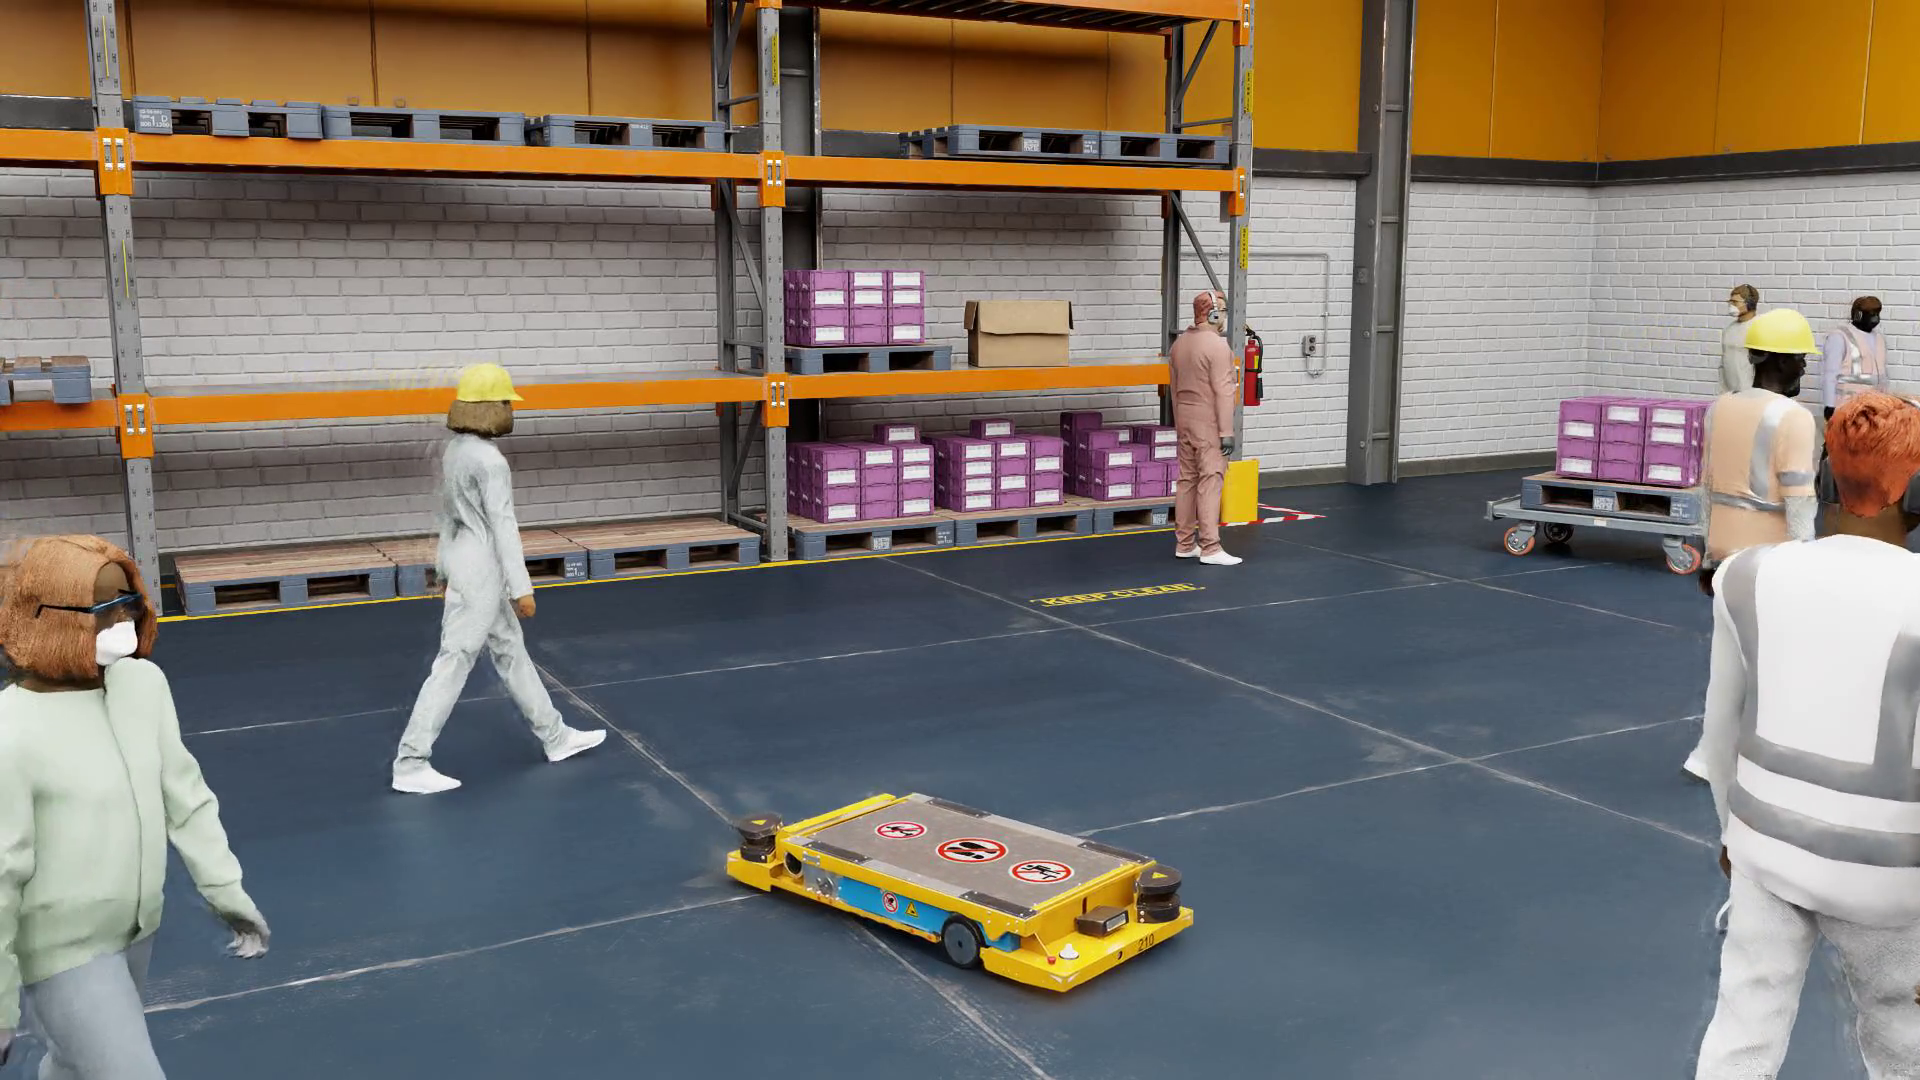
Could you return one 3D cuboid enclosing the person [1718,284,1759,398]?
[{"bbox_3d":[6.679,-1.208,14.199,0.364,1.934,0.629,-1,9,-6],"label":"person"}]

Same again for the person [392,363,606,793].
[{"bbox_3d":[-1.892,0.142,6.669,0.929,1.690,0.509,-6,11,-32],"label":"person"}]

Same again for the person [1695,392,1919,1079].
[{"bbox_3d":[1.756,0.628,3.276,0.973,1.829,0.608,-7,11,-35],"label":"person"}]

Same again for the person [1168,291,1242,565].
[{"bbox_3d":[1.736,-0.782,11.649,0.405,1.911,0.636,-4,10,-25],"label":"person"}]

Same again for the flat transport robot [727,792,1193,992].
[{"bbox_3d":[-0.031,1.070,5.337,1.431,0.197,0.652,8,12,41],"label":"flat transport robot"}]

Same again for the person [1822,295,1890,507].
[{"bbox_3d":[7.662,-1.164,14.203,0.650,1.832,0.448,-4,10,-21],"label":"person"}]

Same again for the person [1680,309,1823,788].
[{"bbox_3d":[3.185,0.045,6.672,0.520,1.947,0.607,-2,9,-10],"label":"person"}]

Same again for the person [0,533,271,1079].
[{"bbox_3d":[-1.560,0.774,3.135,0.849,1.588,0.503,1,9,6],"label":"person"}]
